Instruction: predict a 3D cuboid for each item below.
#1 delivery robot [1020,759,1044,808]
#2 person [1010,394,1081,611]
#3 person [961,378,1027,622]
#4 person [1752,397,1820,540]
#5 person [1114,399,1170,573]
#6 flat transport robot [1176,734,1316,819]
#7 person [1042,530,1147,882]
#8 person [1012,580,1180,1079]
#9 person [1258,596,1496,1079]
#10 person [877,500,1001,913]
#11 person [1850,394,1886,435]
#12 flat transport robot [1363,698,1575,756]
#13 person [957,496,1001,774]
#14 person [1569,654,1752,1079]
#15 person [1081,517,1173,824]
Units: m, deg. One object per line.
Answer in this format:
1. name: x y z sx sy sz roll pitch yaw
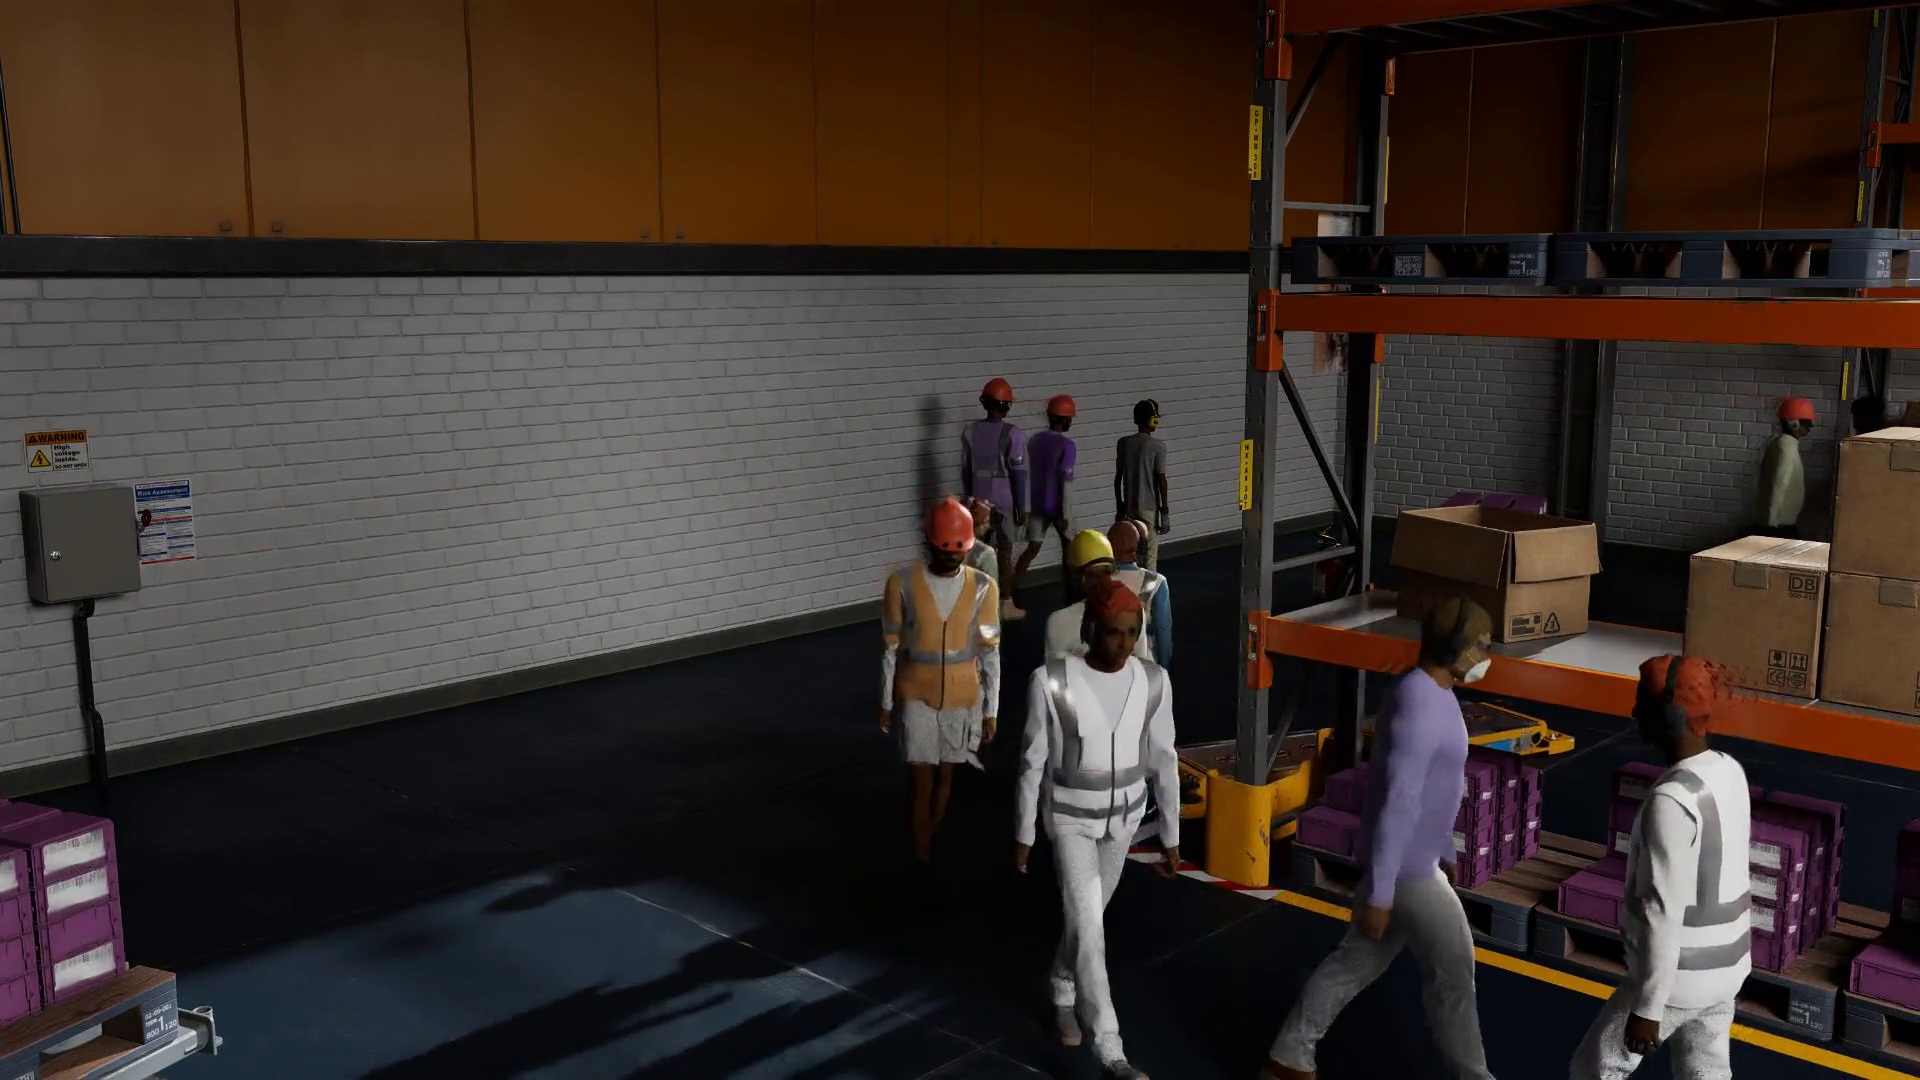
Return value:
1. delivery robot: 0.666 1.194 8.848 0.707 0.478 0.477 -7 11 -36
2. person: 0.738 -0.302 14.272 0.548 1.896 0.975 8 12 41
3. person: 0.302 -0.333 13.950 0.607 2.044 0.379 6 11 34
4. person: 6.617 -0.186 13.389 1.071 1.937 0.636 3 10 16
5. person: 1.531 -0.247 13.951 0.535 1.868 0.309 8 12 39
6. flat transport robot: 1.687 1.300 9.356 1.431 0.197 0.652 -4 10 -22
7. person: 0.590 0.821 7.733 0.546 1.751 0.449 -5 11 -29
8. person: 0.529 1.062 6.025 0.595 1.830 1.004 -4 10 -21
9. person: 1.512 1.108 5.656 1.017 1.876 0.666 3 10 16
10. person: -0.076 0.761 7.707 0.563 1.888 0.942 -2 9 -12
11. person: 7.385 -0.204 13.480 0.676 1.940 0.423 -8 12 -40
12. flat transport robot: 2.949 1.187 10.046 1.431 0.197 0.652 -5 10 -27
13. person: -0.030 0.547 9.848 0.622 1.627 0.482 8 12 41
14. person: 1.991 1.234 4.885 0.754 1.858 0.595 9 13 42
15. person: 0.880 0.698 8.859 0.514 1.641 0.307 4 10 24
